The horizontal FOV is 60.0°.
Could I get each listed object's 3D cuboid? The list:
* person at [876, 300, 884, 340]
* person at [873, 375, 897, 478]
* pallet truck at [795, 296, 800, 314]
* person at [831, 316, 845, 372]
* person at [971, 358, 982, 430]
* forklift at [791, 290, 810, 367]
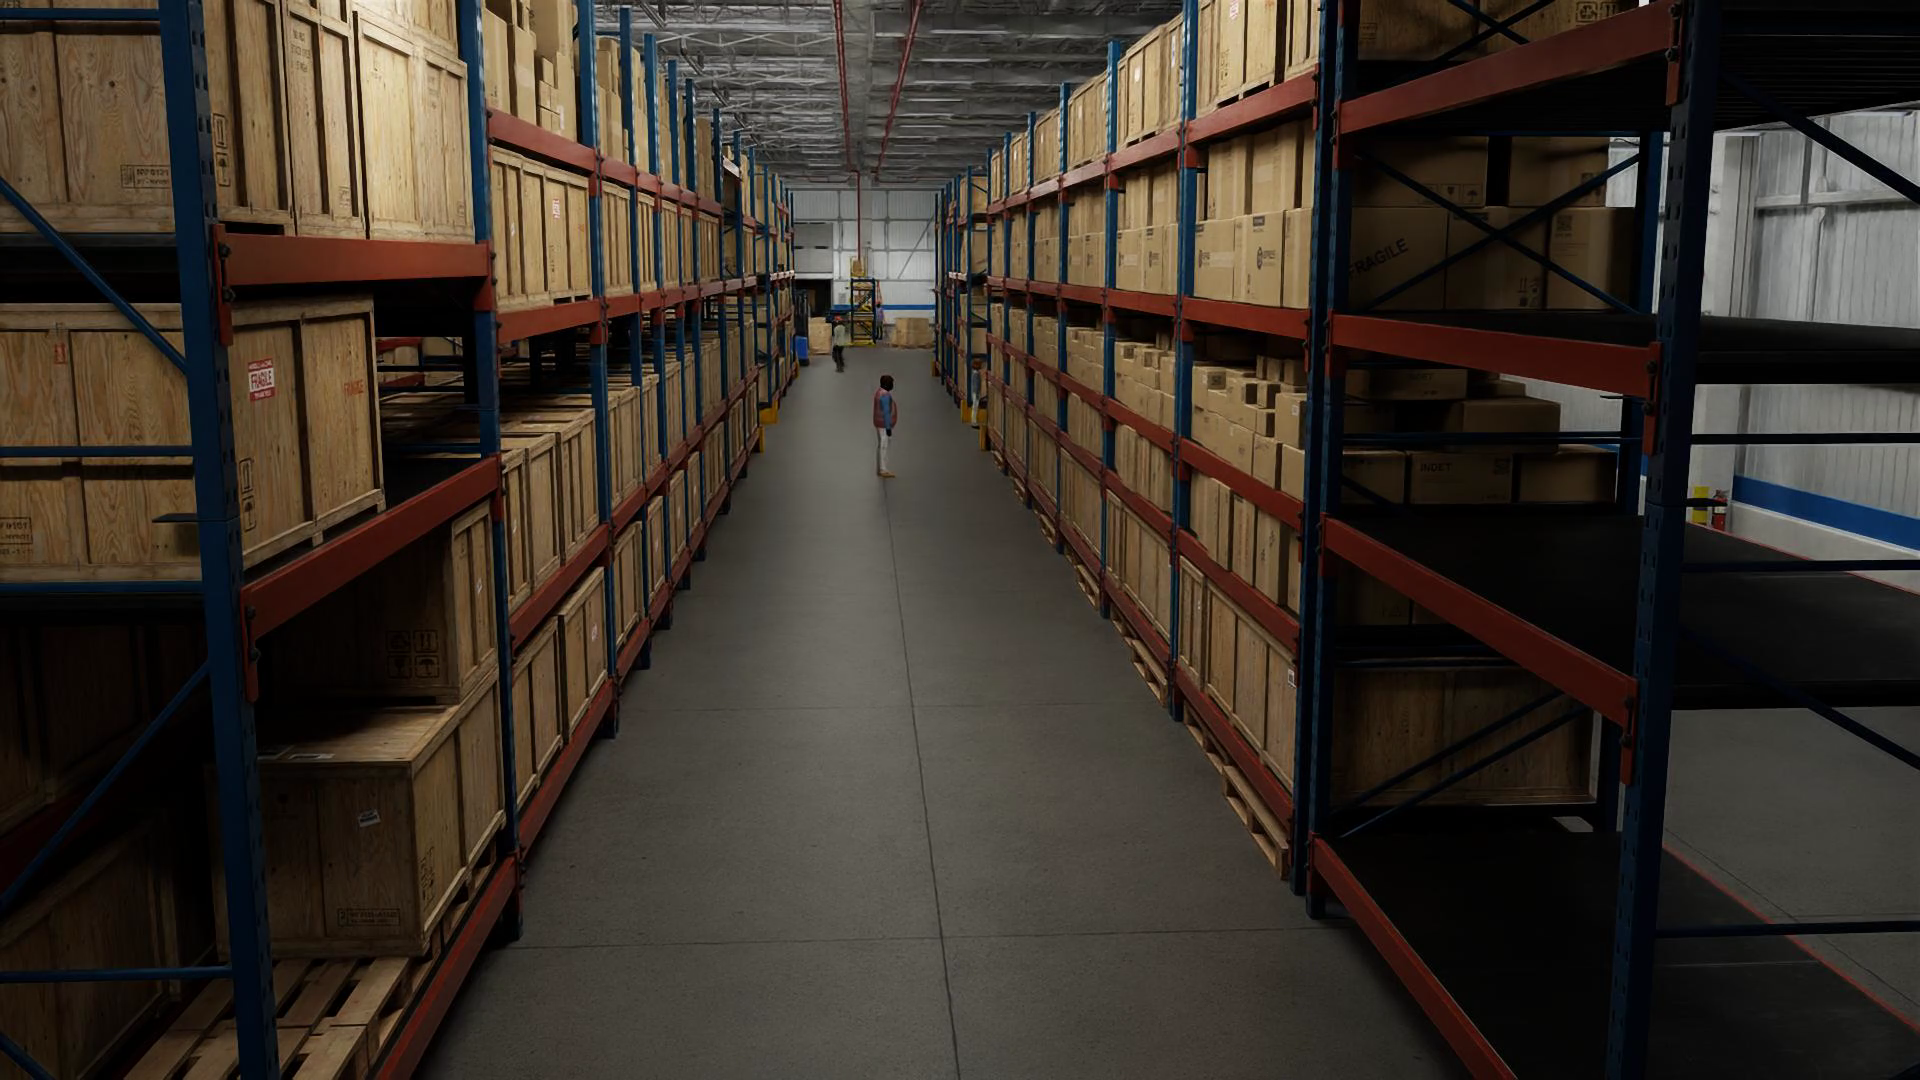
[{"bbox_3d":[-4.021,-10.868,82.196,0.543,1.940,0.361,8,12,39],"label":"person"},{"bbox_3d":[-1.334,-2.032,29.748,0.430,1.837,0.631,-2,10,-12],"label":"person"},{"bbox_3d":[-8.622,-12.439,91.403,1.885,1.965,0.823,2,10,13],"label":"pallet truck"},{"bbox_3d":[-4.236,-6.804,57.825,0.439,1.979,0.619,6,11,30],"label":"person"},{"bbox_3d":[0.389,-3.359,38.238,0.274,1.636,0.507,0,10,-1],"label":"person"},{"bbox_3d":[-6.113,-7.776,60.918,1.129,2.768,1.873,-1,10,-3],"label":"forklift"}]
